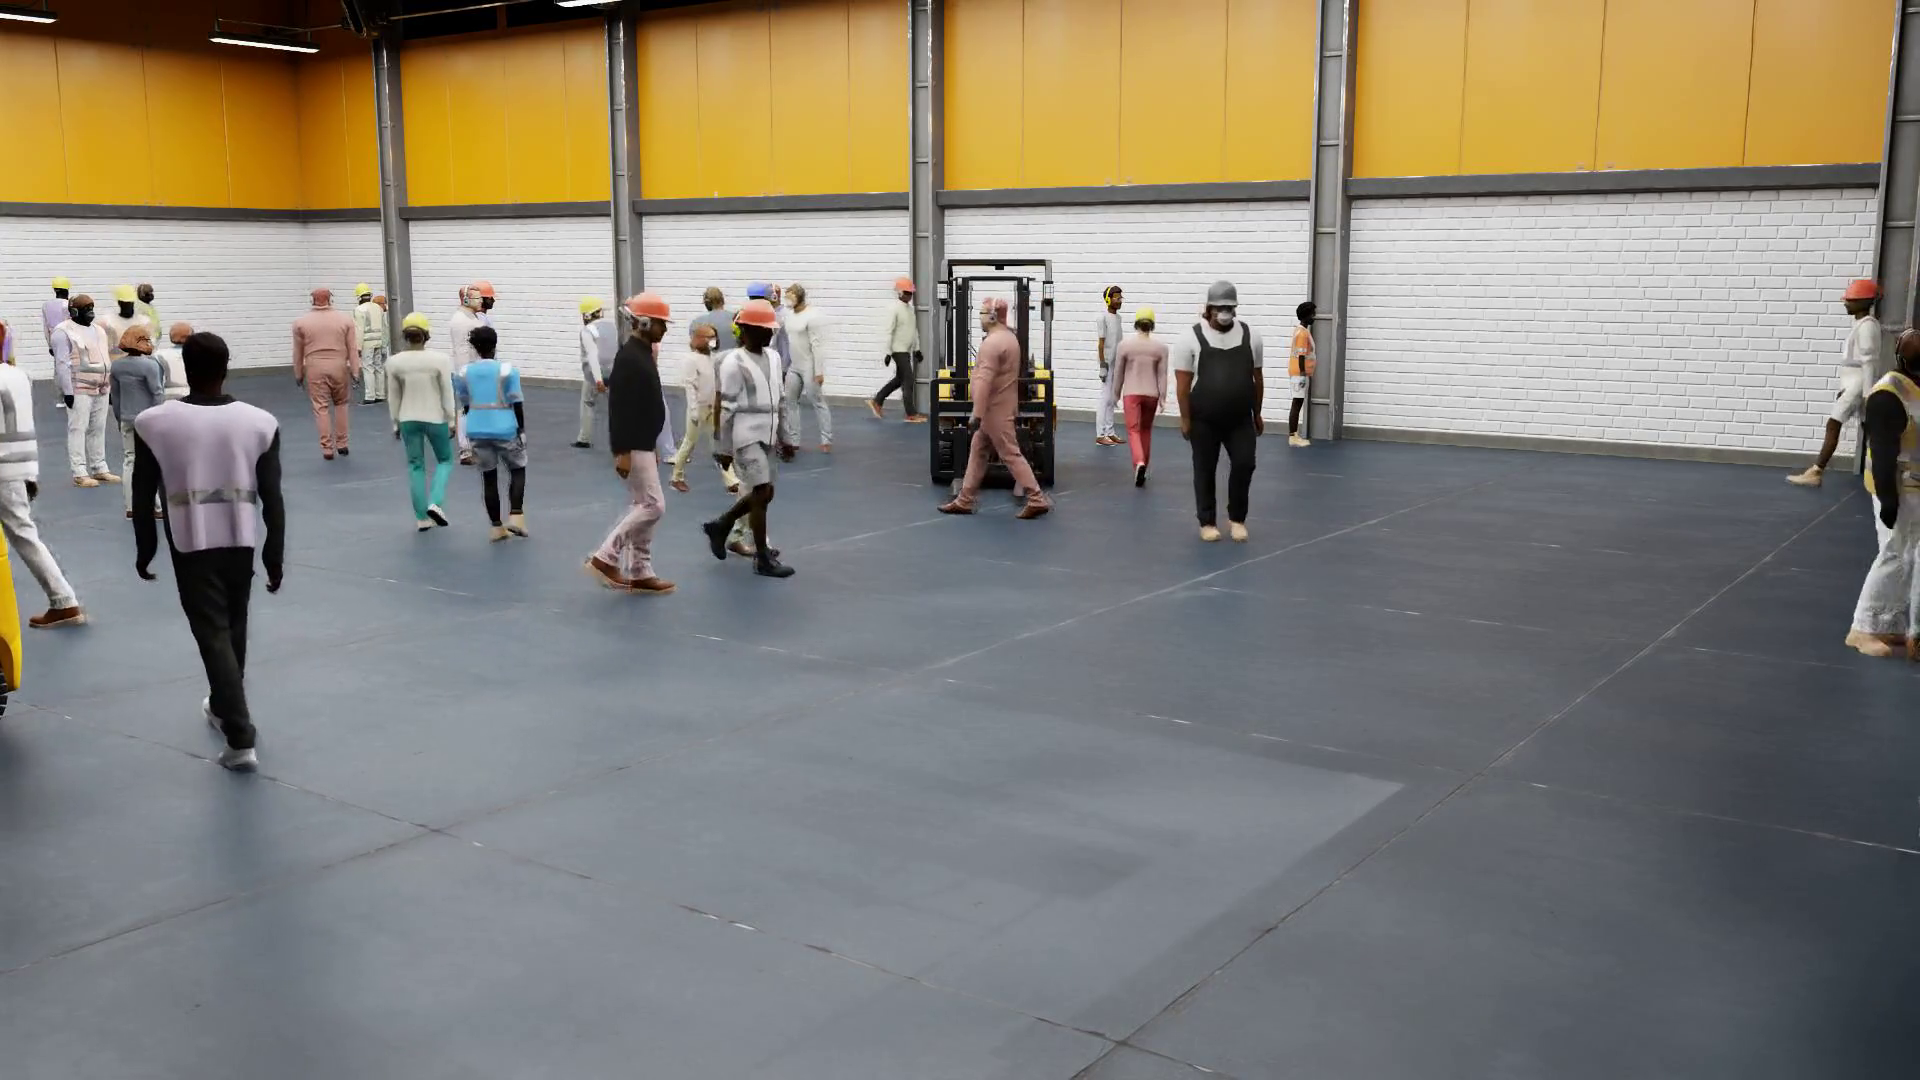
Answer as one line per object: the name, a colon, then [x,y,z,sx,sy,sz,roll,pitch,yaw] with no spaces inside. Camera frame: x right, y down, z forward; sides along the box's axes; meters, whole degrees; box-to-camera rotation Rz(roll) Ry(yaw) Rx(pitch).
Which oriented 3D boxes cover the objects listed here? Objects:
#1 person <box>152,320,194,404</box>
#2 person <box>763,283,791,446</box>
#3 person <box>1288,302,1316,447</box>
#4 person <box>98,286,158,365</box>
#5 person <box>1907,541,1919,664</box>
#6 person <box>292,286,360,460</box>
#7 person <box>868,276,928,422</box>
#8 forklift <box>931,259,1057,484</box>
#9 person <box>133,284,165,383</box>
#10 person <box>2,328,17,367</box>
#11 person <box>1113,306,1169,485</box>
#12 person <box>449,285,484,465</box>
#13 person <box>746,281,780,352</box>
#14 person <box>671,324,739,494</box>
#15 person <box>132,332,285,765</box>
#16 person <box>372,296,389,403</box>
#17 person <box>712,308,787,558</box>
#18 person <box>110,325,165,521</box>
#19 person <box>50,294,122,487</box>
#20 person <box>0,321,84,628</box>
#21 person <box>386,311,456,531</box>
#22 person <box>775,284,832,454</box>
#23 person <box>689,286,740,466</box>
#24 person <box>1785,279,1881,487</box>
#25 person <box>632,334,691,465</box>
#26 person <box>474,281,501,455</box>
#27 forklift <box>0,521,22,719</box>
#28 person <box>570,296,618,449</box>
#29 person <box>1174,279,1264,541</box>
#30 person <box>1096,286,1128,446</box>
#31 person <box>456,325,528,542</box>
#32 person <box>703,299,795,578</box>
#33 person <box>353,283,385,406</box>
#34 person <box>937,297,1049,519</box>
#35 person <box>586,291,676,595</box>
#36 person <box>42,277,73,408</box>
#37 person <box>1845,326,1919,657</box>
person: [-7.069,-1.184,15.167,0.517,1.624,0.389,-4,10,-21]
person: [-2.149,-1.977,19.037,0.408,1.906,0.652,-5,11,-30]
person: [3.983,-1.926,19.378,0.318,1.691,0.532,2,10,9]
person: [-9.490,-1.961,19.041,1.004,1.869,0.622,9,13,44]
person: [3.762,0.306,6.047,0.510,1.690,0.900,7,12,37]
person: [-6.960,-1.840,18.273,0.680,1.880,0.756,-4,10,-21]
person: [-0.862,-2.571,22.432,0.889,1.961,0.610,4,10,22]
forklift: [0.370,-1.738,16.759,1.214,2.155,2.313,1,10,3]
person: [-12.832,-3.140,26.320,0.975,1.789,0.651,0,10,-3]
person: [-9.185,-1.367,15.636,0.603,1.824,0.450,-5,11,-26]
person: [1.776,-1.411,16.191,0.520,1.732,0.826,-1,10,-6]
person: [-5.181,-1.754,17.708,0.399,1.909,0.642,-1,10,-3]
person: [-2.288,-1.949,18.817,0.610,1.929,0.581,-4,10,-24]
person: [-2.369,-1.209,15.417,0.868,1.586,0.524,6,11,33]
person: [-3.284,0.022,7.321,0.591,1.865,1.054,-8,12,-39]
person: [-8.834,-2.912,25.416,0.284,1.633,0.497,-5,11,-26]
person: [-1.454,-0.741,11.913,0.531,1.823,0.880,-8,13,-40]
person: [-6.821,-0.971,13.856,0.507,1.631,0.266,3,10,19]
person: [-8.396,-1.438,16.022,0.429,1.845,0.621,2,10,12]
person: [-5.631,-0.379,9.731,0.891,1.843,0.589,-1,10,-9]
person: [-4.294,-0.948,13.323,0.535,1.754,0.361,0,10,-2]
person: [-1.732,-1.907,18.679,0.586,1.910,0.665,-8,12,-39]
person: [-2.493,-1.692,17.337,0.637,1.908,0.690,-2,10,-12]
person: [8.526,-1.468,15.764,1.039,1.995,0.626,4,11,25]
person: [-3.216,-1.603,17.364,0.859,1.717,0.537,4,10,22]
person: [-5.306,-1.918,18.593,0.357,1.938,0.542,-5,11,-25]
forklift: [-5.296,-0.090,6.943,1.214,2.155,2.313,7,12,35]
person: [-4.020,-1.890,18.948,0.979,1.777,0.600,5,11,28]
person: [2.006,-0.985,12.729,0.723,2.000,0.587,-1,10,-5]
person: [1.788,-2.046,19.557,0.325,1.871,0.521,6,11,30]
person: [-3.593,-0.812,12.816,0.547,1.672,0.378,1,10,7]
person: [-1.481,-0.709,11.497,0.782,1.910,0.540,6,11,30]
person: [-8.844,-2.911,24.836,0.404,1.827,0.588,3,10,16]
person: [0.312,-1.100,13.964,0.983,1.871,0.650,2,10,10]
person: [-2.068,-0.602,10.677,0.517,1.963,0.661,0,10,-2]
person: [-13.120,-2.885,24.378,0.585,1.928,0.369,2,10,13]
person: [5.206,-0.260,9.135,0.670,1.816,0.432,-7,12,-38]
